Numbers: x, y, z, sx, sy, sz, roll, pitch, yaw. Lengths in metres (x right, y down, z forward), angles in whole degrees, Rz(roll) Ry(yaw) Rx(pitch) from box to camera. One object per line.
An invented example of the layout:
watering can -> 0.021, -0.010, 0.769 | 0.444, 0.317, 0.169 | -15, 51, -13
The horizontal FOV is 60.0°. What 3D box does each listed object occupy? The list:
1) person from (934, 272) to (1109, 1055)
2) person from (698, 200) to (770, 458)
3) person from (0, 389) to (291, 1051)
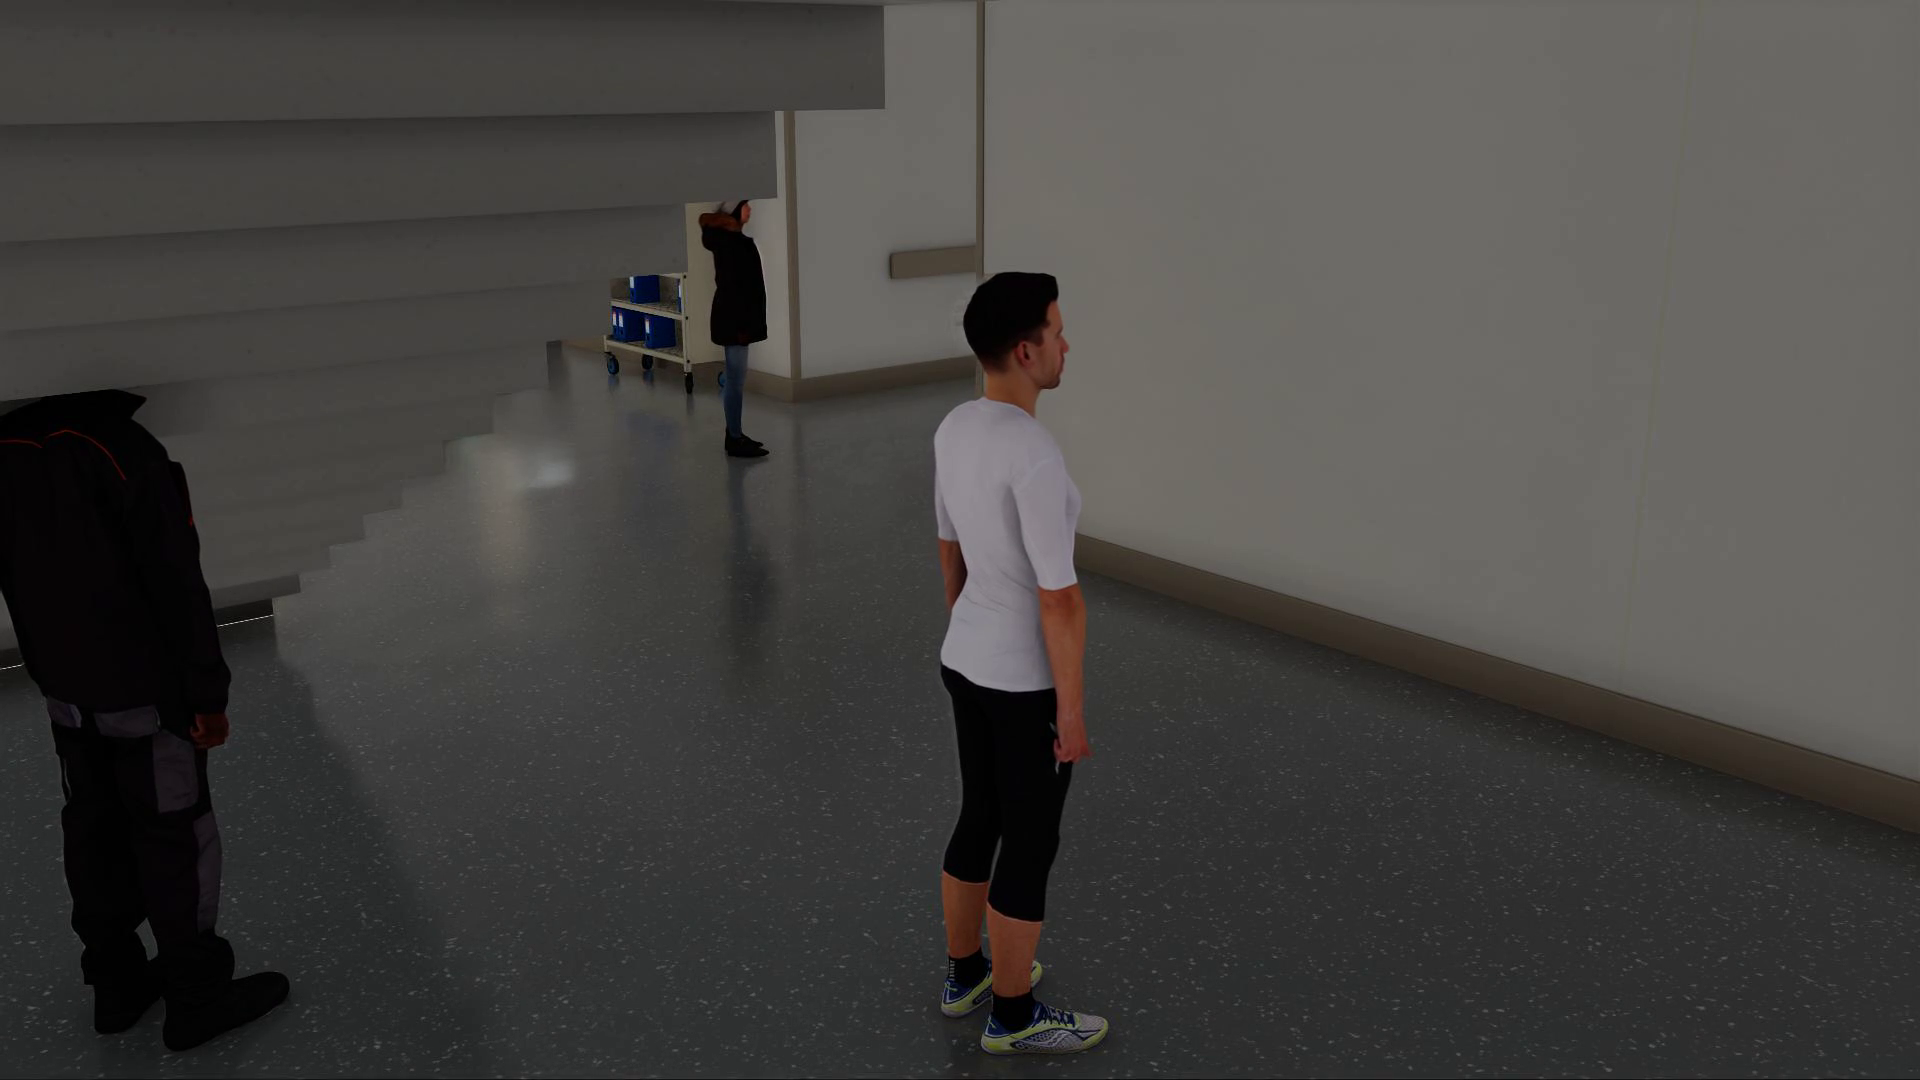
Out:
person -> 0.109, 0.299, 3.898 | 0.781, 1.851, 0.561 | -8, 18, -27
person -> -1.362, -1.334, 10.091 | 0.801, 1.634, 0.711 | -3, 16, -9
person -> -1.984, 0.309, 3.911 | 0.738, 1.825, 0.861 | 5, 17, 19
